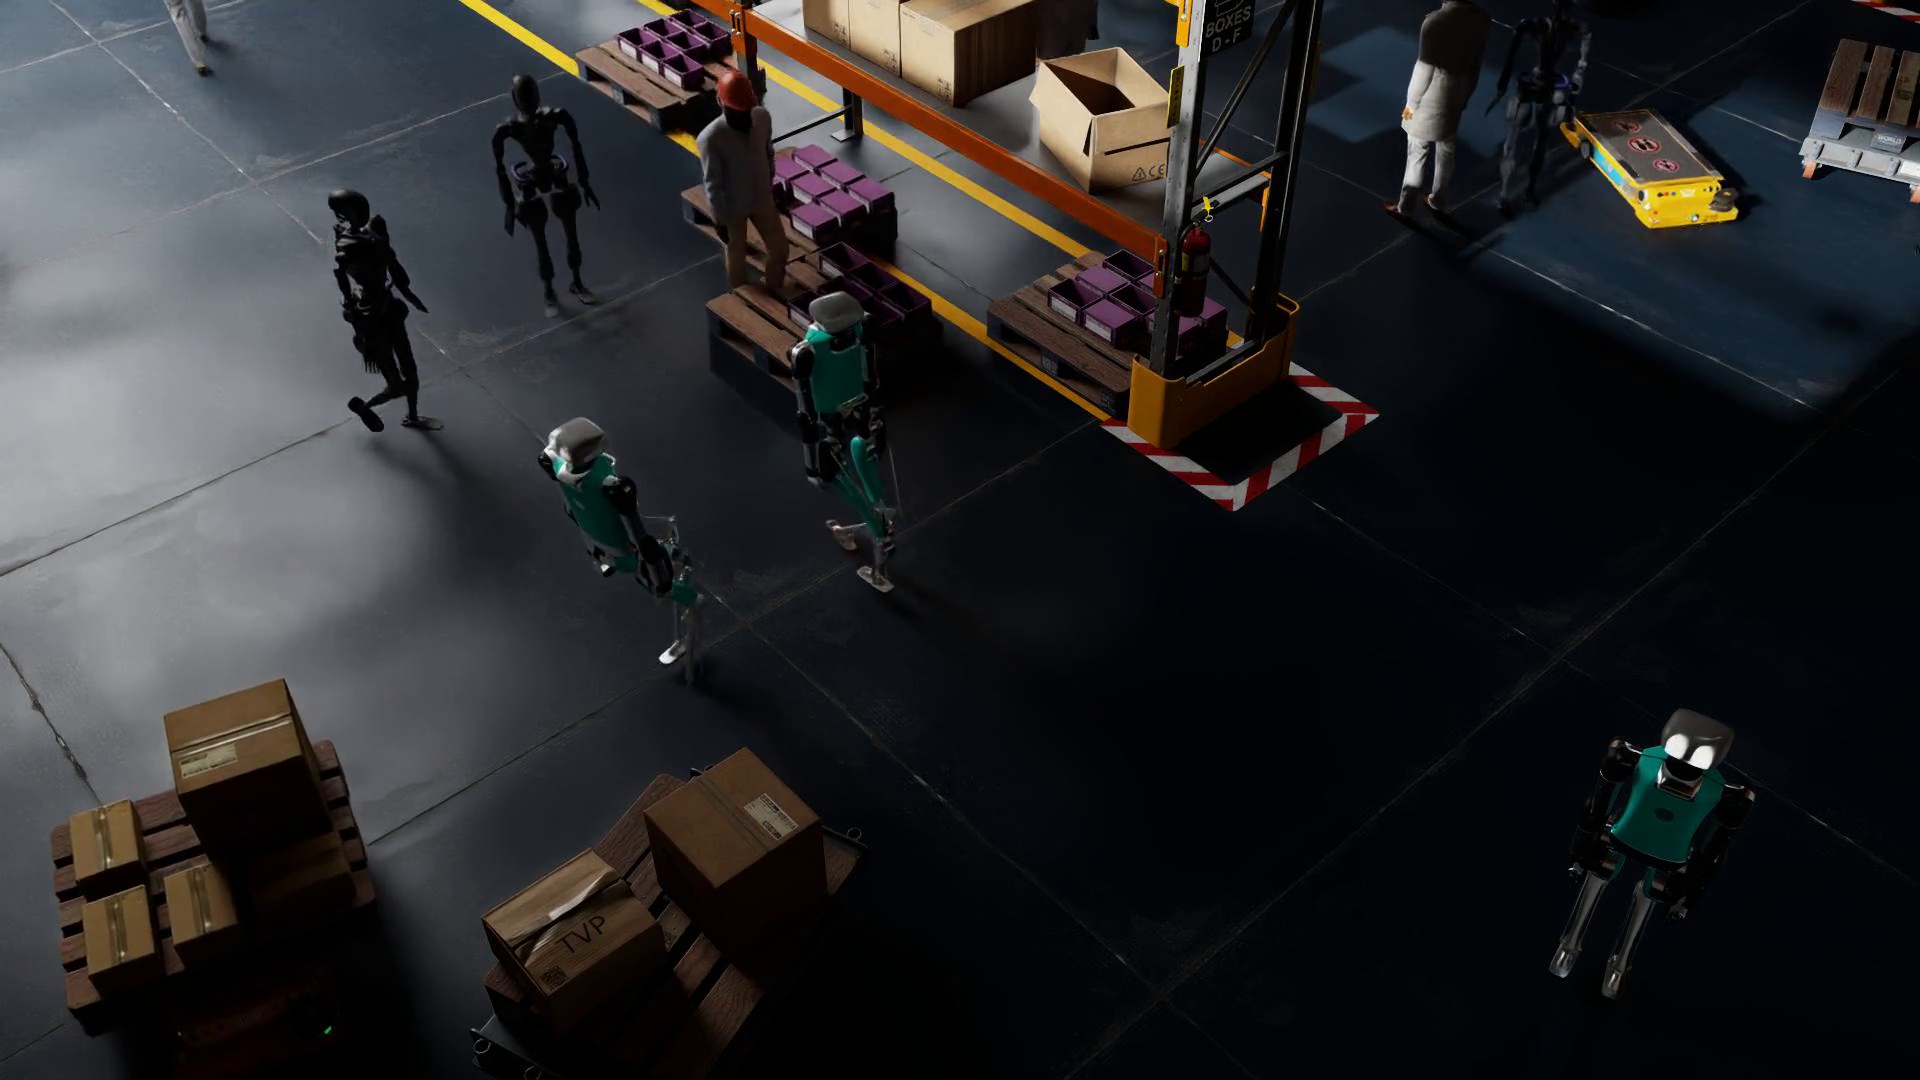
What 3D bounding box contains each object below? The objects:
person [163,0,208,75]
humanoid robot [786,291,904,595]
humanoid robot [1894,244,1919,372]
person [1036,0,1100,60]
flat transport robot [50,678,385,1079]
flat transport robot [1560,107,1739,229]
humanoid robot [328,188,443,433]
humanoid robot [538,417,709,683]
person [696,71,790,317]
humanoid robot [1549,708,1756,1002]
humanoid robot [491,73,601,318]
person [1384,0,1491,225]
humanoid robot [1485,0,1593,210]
[{"bbox_3d":[-6.228,-4.553,13.049,0.439,1.615,0.861,-25,48,-25],"label":"person"},{"bbox_3d":[-0.486,-0.404,8.456,0.543,1.771,0.906,-34,52,-31],"label":"humanoid robot"},{"bbox_3d":[6.168,-1.797,10.026,0.636,1.640,0.600,-17,45,-17],"label":"humanoid robot"},{"bbox_3d":[0.753,-3.659,11.877,0.665,1.887,0.453,-32,52,-30],"label":"person"},{"bbox_3d":[-3.164,1.688,7.259,0.659,0.231,1.431,-18,46,-19],"label":"flat transport robot"},{"bbox_3d":[4.985,-2.733,12.067,0.659,0.231,1.431,-7,43,-8],"label":"flat transport robot"},{"bbox_3d":[-3.355,-1.297,9.473,0.469,1.643,0.588,8,43,8],"label":"humanoid robot"},{"bbox_3d":[-1.478,0.044,7.998,0.548,1.813,0.826,26,49,25],"label":"humanoid robot"},{"bbox_3d":[-1.290,-2.068,10.257,0.580,1.727,0.606,-30,50,-28],"label":"person"},{"bbox_3d":[2.752,1.179,6.653,0.530,1.695,0.706,21,47,22],"label":"humanoid robot"},{"bbox_3d":[-2.587,-2.175,10.421,0.616,1.653,0.337,-20,46,-21],"label":"humanoid robot"},{"bbox_3d":[3.219,-2.986,11.191,0.517,1.828,0.364,-13,44,-13],"label":"person"},{"bbox_3d":[3.920,-3.023,11.347,0.596,1.666,0.353,3,43,4],"label":"humanoid robot"}]
